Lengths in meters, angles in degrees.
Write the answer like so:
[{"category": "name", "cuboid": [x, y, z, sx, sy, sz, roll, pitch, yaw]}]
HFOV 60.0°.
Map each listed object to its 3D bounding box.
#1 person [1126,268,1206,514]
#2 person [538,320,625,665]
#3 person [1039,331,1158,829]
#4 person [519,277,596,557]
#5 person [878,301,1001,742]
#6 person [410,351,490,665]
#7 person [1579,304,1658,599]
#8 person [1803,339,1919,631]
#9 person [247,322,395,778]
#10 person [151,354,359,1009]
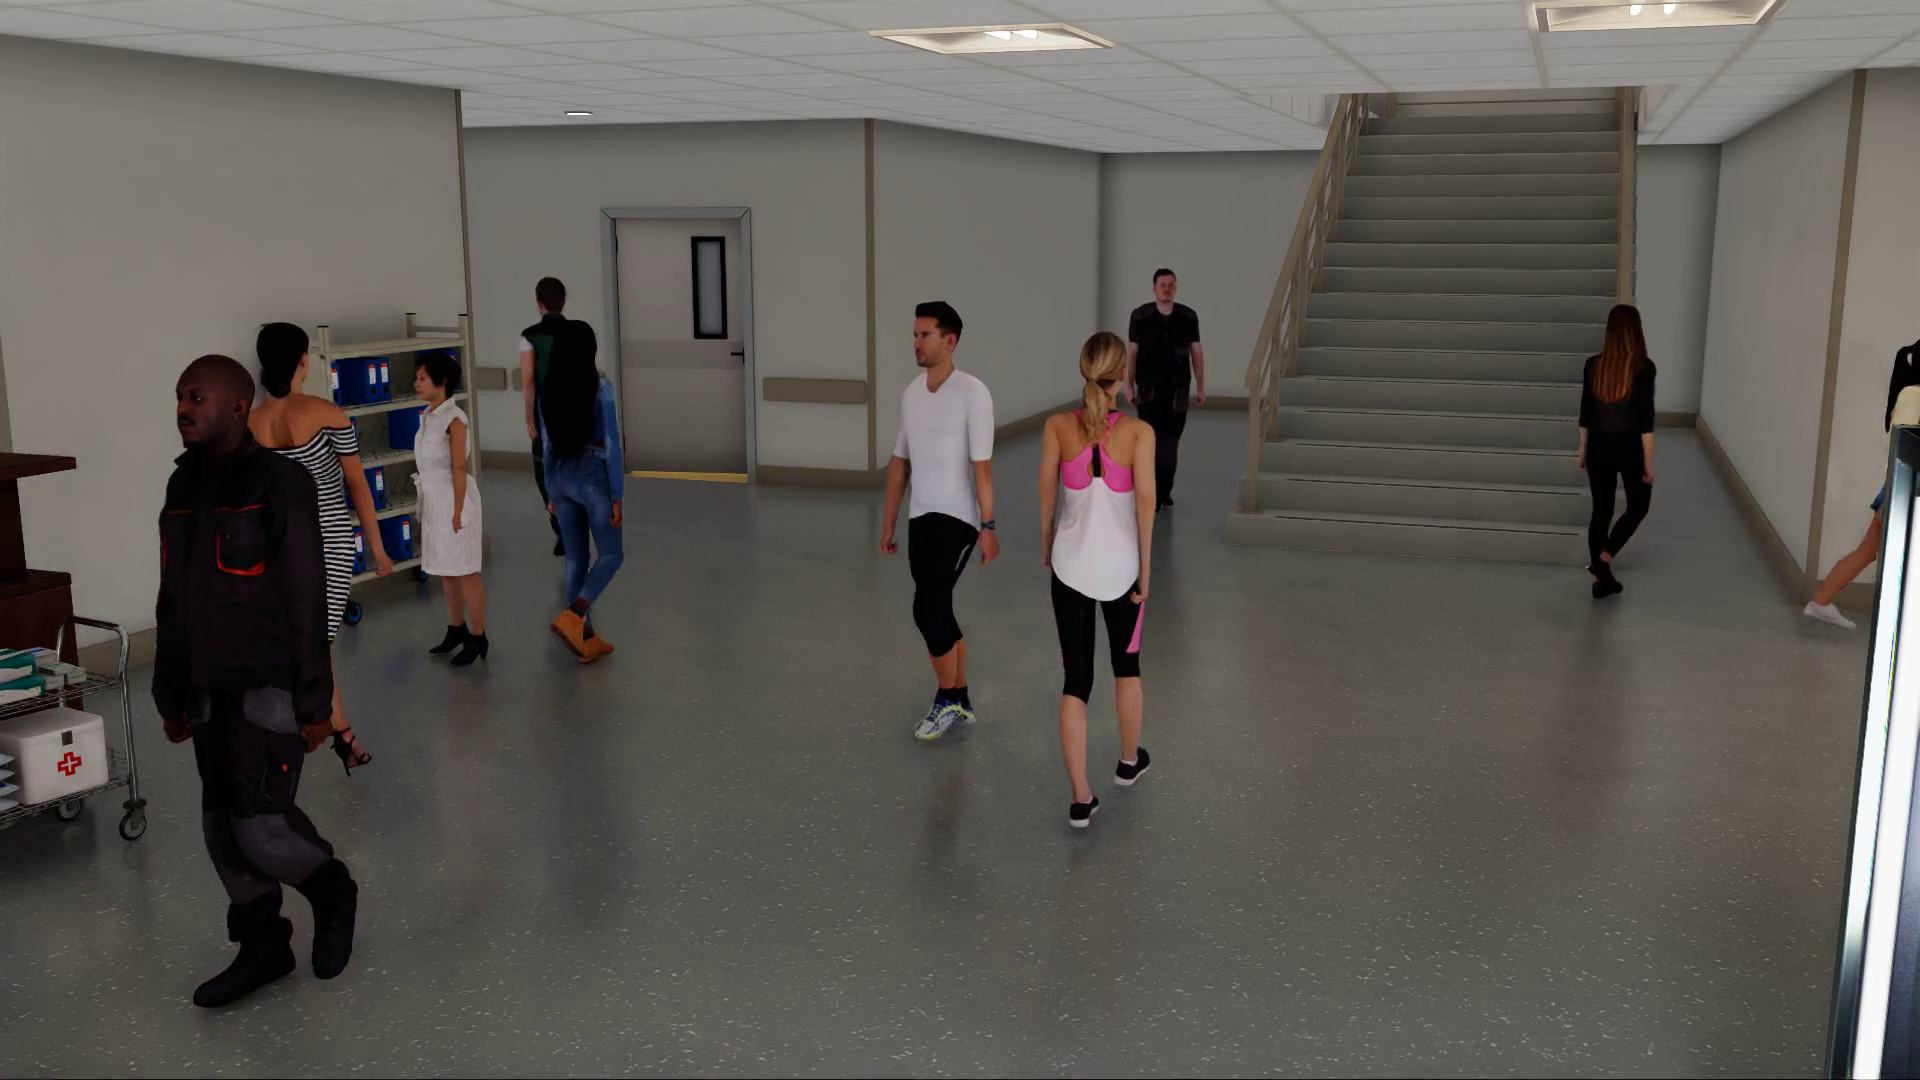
[{"category": "person", "cuboid": [1.530, -1.117, 12.616, 1.009, 1.806, 1.267, 0, 11, -1]}, {"category": "person", "cuboid": [-1.889, -0.198, 8.064, 0.599, 1.698, 0.811, 4, 11, 19]}, {"category": "person", "cuboid": [0.461, 0.167, 5.983, 0.648, 1.756, 0.948, 3, 11, 15]}, {"category": "person", "cuboid": [-2.519, -0.747, 10.615, 0.941, 1.824, 1.001, -5, 12, -24]}, {"category": "person", "cuboid": [-0.010, -0.084, 7.086, 0.827, 1.838, 0.821, -9, 14, -41]}, {"category": "person", "cuboid": [-2.535, -0.166, 8.288, 0.671, 1.551, 0.654, -9, 14, -39]}, {"category": "person", "cuboid": [3.736, -0.491, 9.581, 0.844, 1.707, 0.777, -9, 14, -39]}, {"category": "person", "cuboid": [4.792, -0.231, 8.545, 0.925, 1.583, 1.167, 8, 14, 37]}, {"category": "person", "cuboid": [-2.413, 0.146, 6.043, 0.688, 1.775, 1.109, 3, 11, 13]}, {"category": "person", "cuboid": [-1.936, 0.385, 4.699, 0.695, 1.807, 0.728, 4, 11, 20]}]
